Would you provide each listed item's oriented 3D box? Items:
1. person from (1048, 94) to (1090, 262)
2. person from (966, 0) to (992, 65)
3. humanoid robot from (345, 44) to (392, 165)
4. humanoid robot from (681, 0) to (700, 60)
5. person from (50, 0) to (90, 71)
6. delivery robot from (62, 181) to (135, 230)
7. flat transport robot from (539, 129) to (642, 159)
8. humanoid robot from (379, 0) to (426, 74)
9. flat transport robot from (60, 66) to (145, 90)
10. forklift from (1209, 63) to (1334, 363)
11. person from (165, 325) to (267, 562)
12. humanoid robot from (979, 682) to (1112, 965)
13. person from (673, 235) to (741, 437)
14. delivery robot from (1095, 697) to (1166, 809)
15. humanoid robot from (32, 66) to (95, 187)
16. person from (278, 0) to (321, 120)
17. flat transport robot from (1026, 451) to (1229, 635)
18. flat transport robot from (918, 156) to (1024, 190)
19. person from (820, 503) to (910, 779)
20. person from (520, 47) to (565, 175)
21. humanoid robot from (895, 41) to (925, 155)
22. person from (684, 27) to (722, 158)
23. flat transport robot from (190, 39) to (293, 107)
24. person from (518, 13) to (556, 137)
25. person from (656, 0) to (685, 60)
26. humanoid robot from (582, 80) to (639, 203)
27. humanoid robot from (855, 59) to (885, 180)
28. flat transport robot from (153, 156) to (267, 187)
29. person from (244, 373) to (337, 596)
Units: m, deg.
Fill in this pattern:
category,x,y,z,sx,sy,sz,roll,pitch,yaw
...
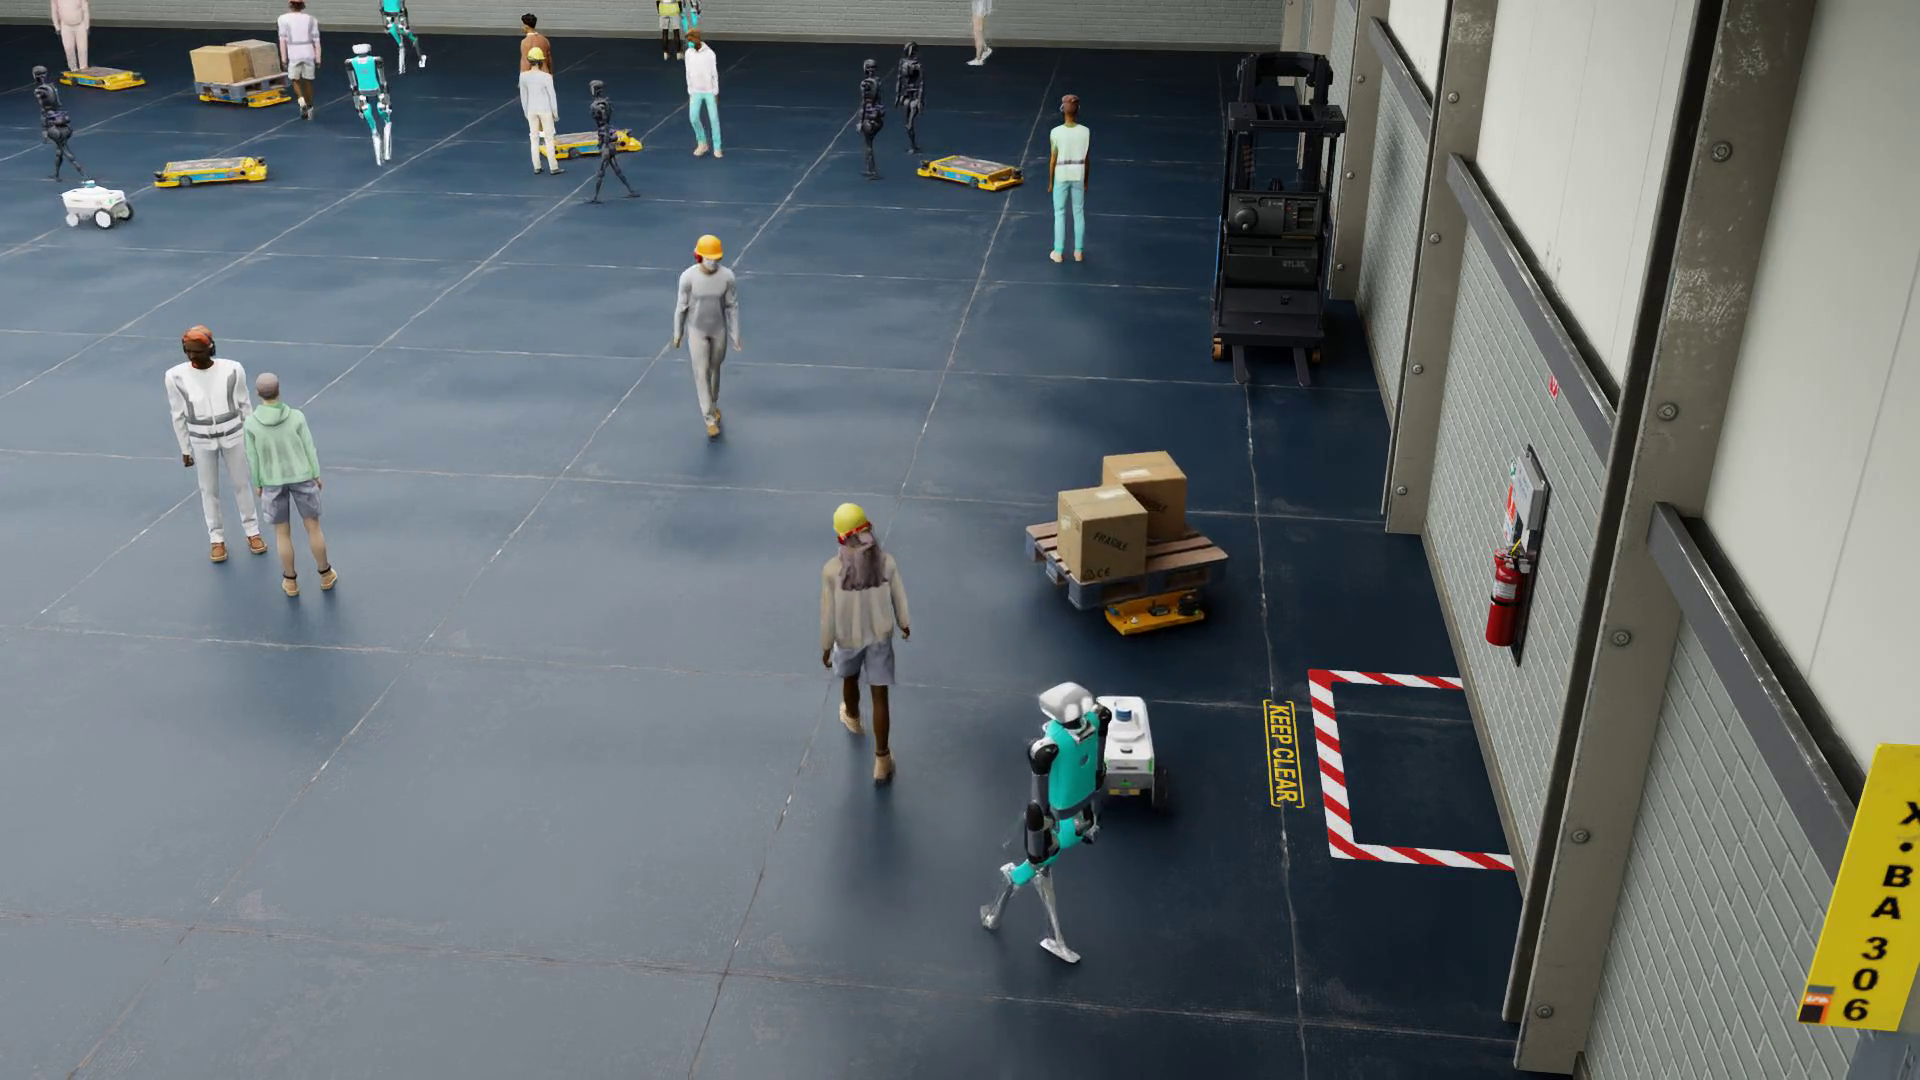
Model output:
category,x,y,z,sx,sy,sz,roll,pitch,yaw
person,1.301,-4.289,19.796,0.488,1.977,0.383,-4,27,-8
person,0.342,-9.760,30.837,0.463,1.865,0.526,-1,27,-1
humanoid robot,-8.487,-6.272,24.131,0.547,1.888,0.744,-5,27,-9
humanoid robot,-5.077,-9.959,31.400,0.560,1.791,0.820,-13,29,-25
person,-15.733,-9.111,29.531,0.643,1.879,0.550,-11,29,-21
delivery robot,-11.152,-4.333,21.460,0.785,0.587,0.499,4,27,8
flat transport robot,-5.573,-5.958,25.033,1.431,0.231,0.659,-12,29,-22
humanoid robot,-10.146,-9.445,30.390,0.550,1.781,0.946,6,27,13
flat transport robot,-15.200,-8.172,29.453,1.431,0.231,0.659,14,30,26
forklift,3.241,-3.477,17.183,1.129,2.768,1.873,3,27,6
person,-5.726,-0.755,12.844,0.573,1.884,0.361,-13,29,-24
humanoid robot,0.357,1.473,8.663,0.558,1.881,0.797,-24,35,-39
person,-2.270,-1.865,15.103,0.586,1.841,0.940,-11,29,-21
delivery robot,0.999,1.294,10.239,0.499,0.596,0.775,0,27,1
humanoid robot,-12.562,-5.752,23.109,0.823,1.612,0.585,0,27,1
person,-10.525,-7.720,26.620,0.668,2.002,0.652,-13,30,-25
flat transport robot,1.223,0.274,12.591,0.659,0.231,1.431,-10,28,-19
flat transport robot,0.151,-5.195,23.510,1.431,0.231,0.659,21,33,35
person,-0.580,0.591,10.351,0.590,1.715,0.861,-4,27,-8
person,-5.948,-6.081,23.609,0.529,1.765,0.324,7,27,13
humanoid robot,-0.710,-6.583,24.712,0.394,1.635,0.602,-23,35,-38
person,-3.793,-6.569,24.463,0.489,1.892,0.522,4,27,8
flat transport robot,-12.128,-7.536,28.184,1.431,0.231,0.659,12,29,23
person,-6.520,-7.176,25.692,0.388,1.854,0.788,12,29,22
person,-5.470,-9.927,31.362,0.540,1.695,0.317,4,27,8
humanoid robot,-4.754,-5.347,22.293,0.795,1.624,0.611,-10,28,-18
humanoid robot,-1.296,-5.910,23.369,0.413,1.653,0.609,12,29,22
flat transport robot,-10.597,-5.207,23.534,1.431,0.231,0.659,-8,28,-16
person,-4.969,-0.405,12.303,0.472,1.743,0.348,-10,28,-20
